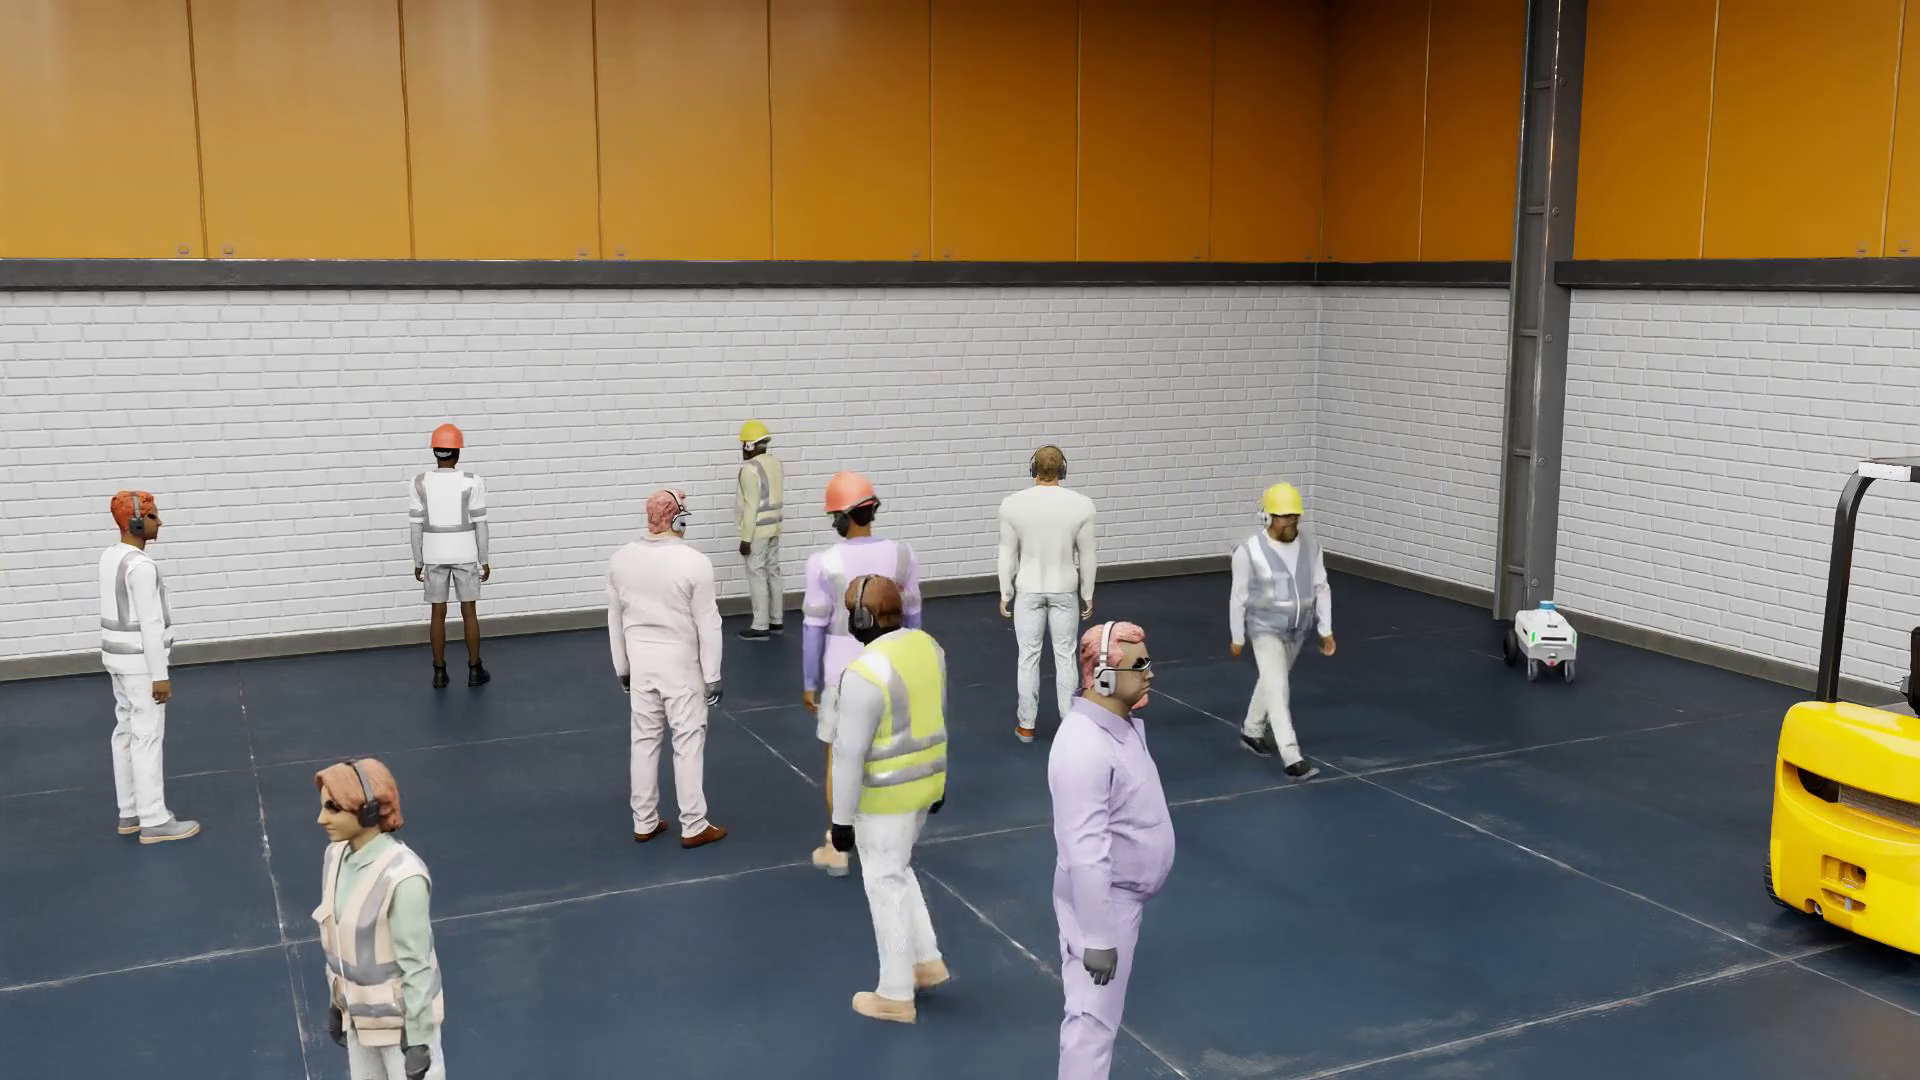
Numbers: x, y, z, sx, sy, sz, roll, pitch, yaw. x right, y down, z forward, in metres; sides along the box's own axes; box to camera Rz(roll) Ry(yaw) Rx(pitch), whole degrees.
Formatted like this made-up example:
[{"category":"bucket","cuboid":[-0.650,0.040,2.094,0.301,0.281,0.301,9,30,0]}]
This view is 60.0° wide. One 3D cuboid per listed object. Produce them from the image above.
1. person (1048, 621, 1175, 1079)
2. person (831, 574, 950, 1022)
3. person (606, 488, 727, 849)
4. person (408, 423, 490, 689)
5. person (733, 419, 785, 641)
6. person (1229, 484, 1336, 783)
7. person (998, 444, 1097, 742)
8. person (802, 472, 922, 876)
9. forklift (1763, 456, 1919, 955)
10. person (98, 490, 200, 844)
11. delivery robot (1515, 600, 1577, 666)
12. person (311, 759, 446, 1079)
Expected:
[{"category":"person","cuboid":[0.501,1.206,5.497,0.407,1.910,0.640,2,9,10]},{"category":"person","cuboid":[-0.278,1.043,6.775,0.438,1.820,0.660,4,10,24]},{"category":"person","cuboid":[-1.530,0.673,8.808,0.651,1.905,0.403,4,10,22]},{"category":"person","cuboid":[-3.719,0.117,12.162,0.551,1.934,0.373,-1,9,-8]},{"category":"person","cuboid":[-1.667,-0.086,13.749,0.404,1.830,0.600,3,10,20]},{"category":"person","cuboid":[1.959,0.537,10.098,0.585,1.774,0.974,-4,10,-23]},{"category":"person","cuboid":[0.561,0.347,10.731,0.637,1.938,0.357,0,9,1]},{"category":"person","cuboid":[-0.496,0.667,8.459,0.658,2.030,0.413,-4,10,-24]},{"category":"forklift","cuboid":[4.857,0.731,7.561,2.313,2.155,1.214,-4,10,-25]},{"category":"person","cuboid":[-4.379,0.672,8.891,0.576,1.881,0.354,9,13,44]},{"category":"delivery robot","cuboid":[4.410,0.700,12.532,0.477,0.478,0.707,2,9,9]},{"category":"person","cuboid":[-1.705,1.437,4.937,0.521,1.630,0.319,9,12,43]}]
